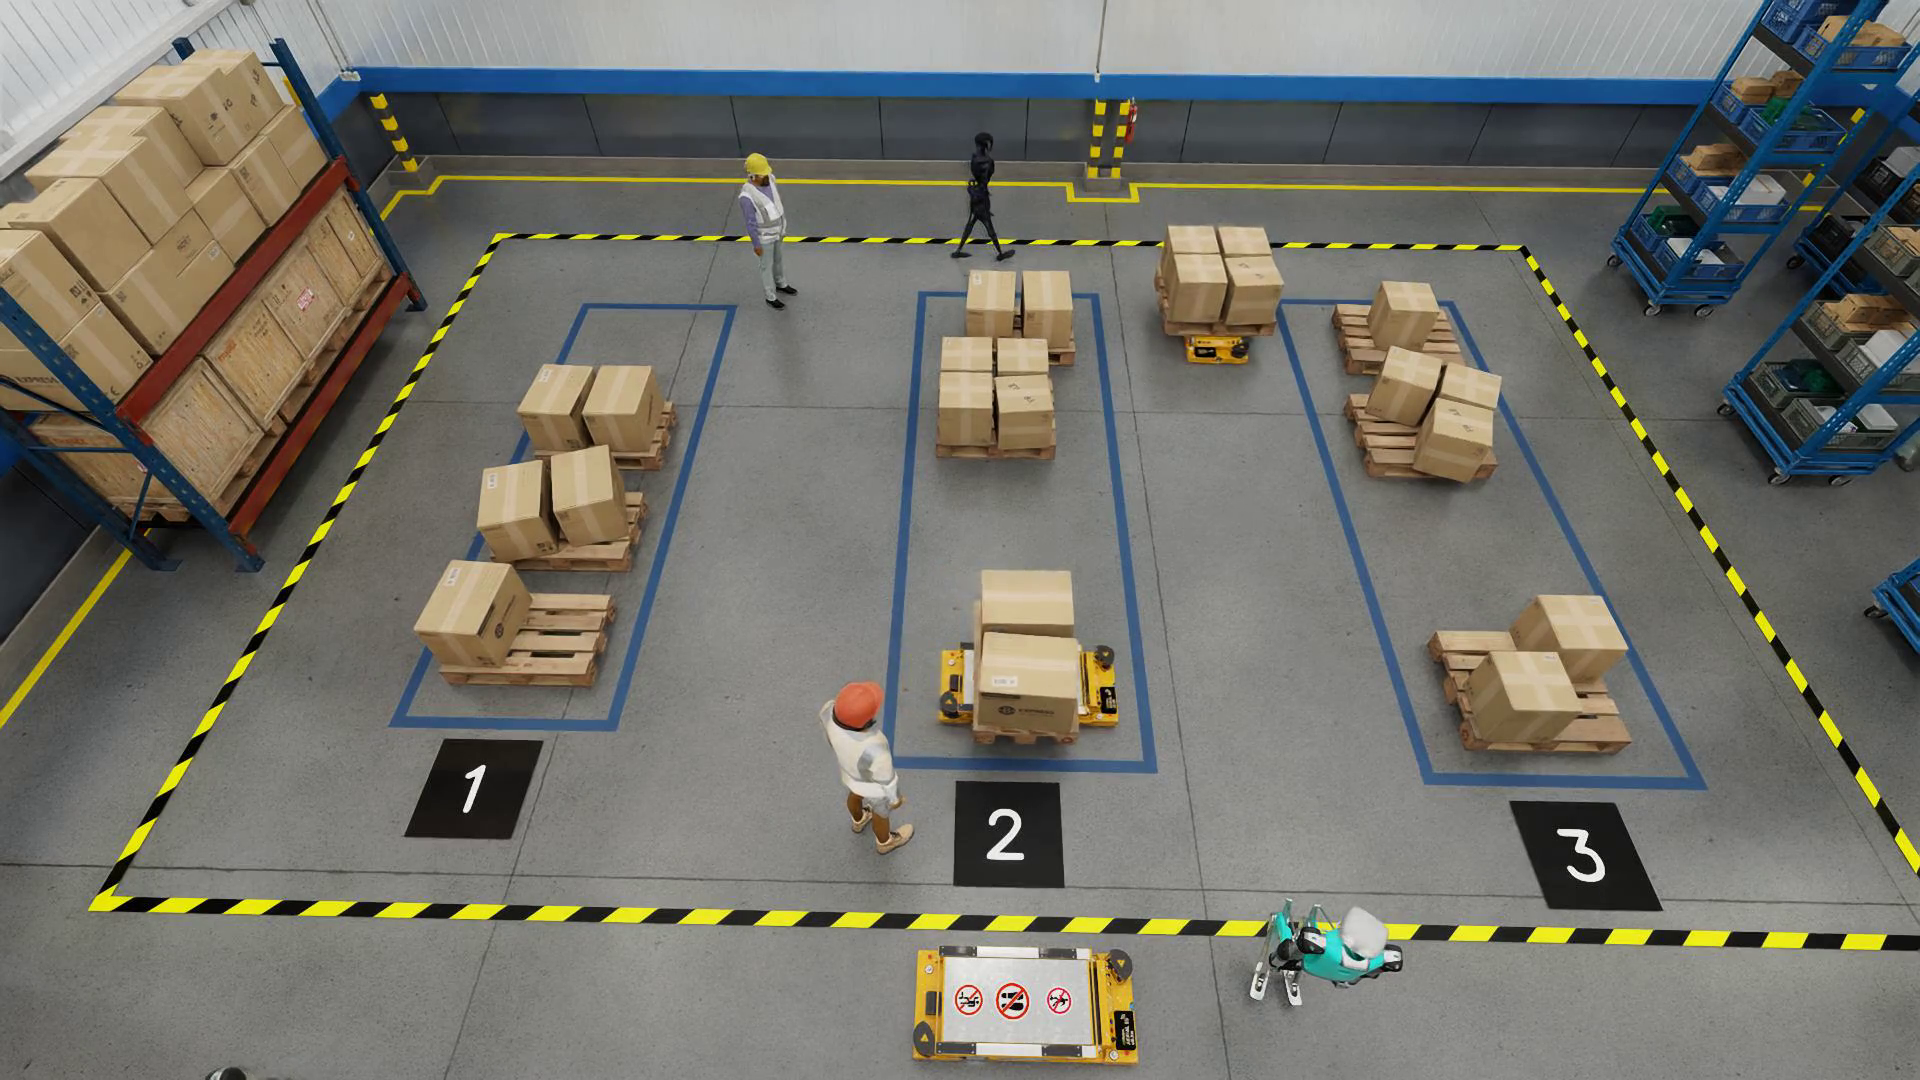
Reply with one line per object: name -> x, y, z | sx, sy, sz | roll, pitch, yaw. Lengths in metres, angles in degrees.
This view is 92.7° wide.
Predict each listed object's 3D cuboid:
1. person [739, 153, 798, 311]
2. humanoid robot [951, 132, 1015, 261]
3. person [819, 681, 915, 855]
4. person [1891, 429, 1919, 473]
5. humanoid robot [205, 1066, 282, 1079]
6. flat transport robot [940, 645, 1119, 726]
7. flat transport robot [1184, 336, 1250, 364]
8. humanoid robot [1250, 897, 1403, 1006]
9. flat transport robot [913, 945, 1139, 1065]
person -> -2.146, -3.472, 10.306 | 0.404, 1.830, 0.602 | 18, 53, 14
humanoid robot -> 0.283, -4.087, 10.940 | 0.785, 1.624, 0.583 | -7, 51, -6
person -> -0.606, 1.528, 6.094 | 0.607, 2.048, 0.364 | 36, 59, 26
person -> 9.559, -1.227, 8.480 | 0.575, 1.826, 0.670 | -1, 51, -1
humanoid robot -> -3.306, 3.212, 4.946 | 1.002, 1.779, 0.531 | -6, 51, -5
flat transport robot -> 0.562, 1.174, 7.511 | 1.431, 0.197, 0.652 | 1, 51, 1
flat transport robot -> 2.880, -2.571, 10.564 | 0.652, 0.197, 1.431 | 1, 51, 1
humanoid robot -> 2.140, 2.375, 5.516 | 0.533, 1.676, 0.735 | 9, 51, 8
flat transport robot -> 0.422, 3.041, 6.007 | 1.431, 0.231, 0.659 | 1, 51, 1
